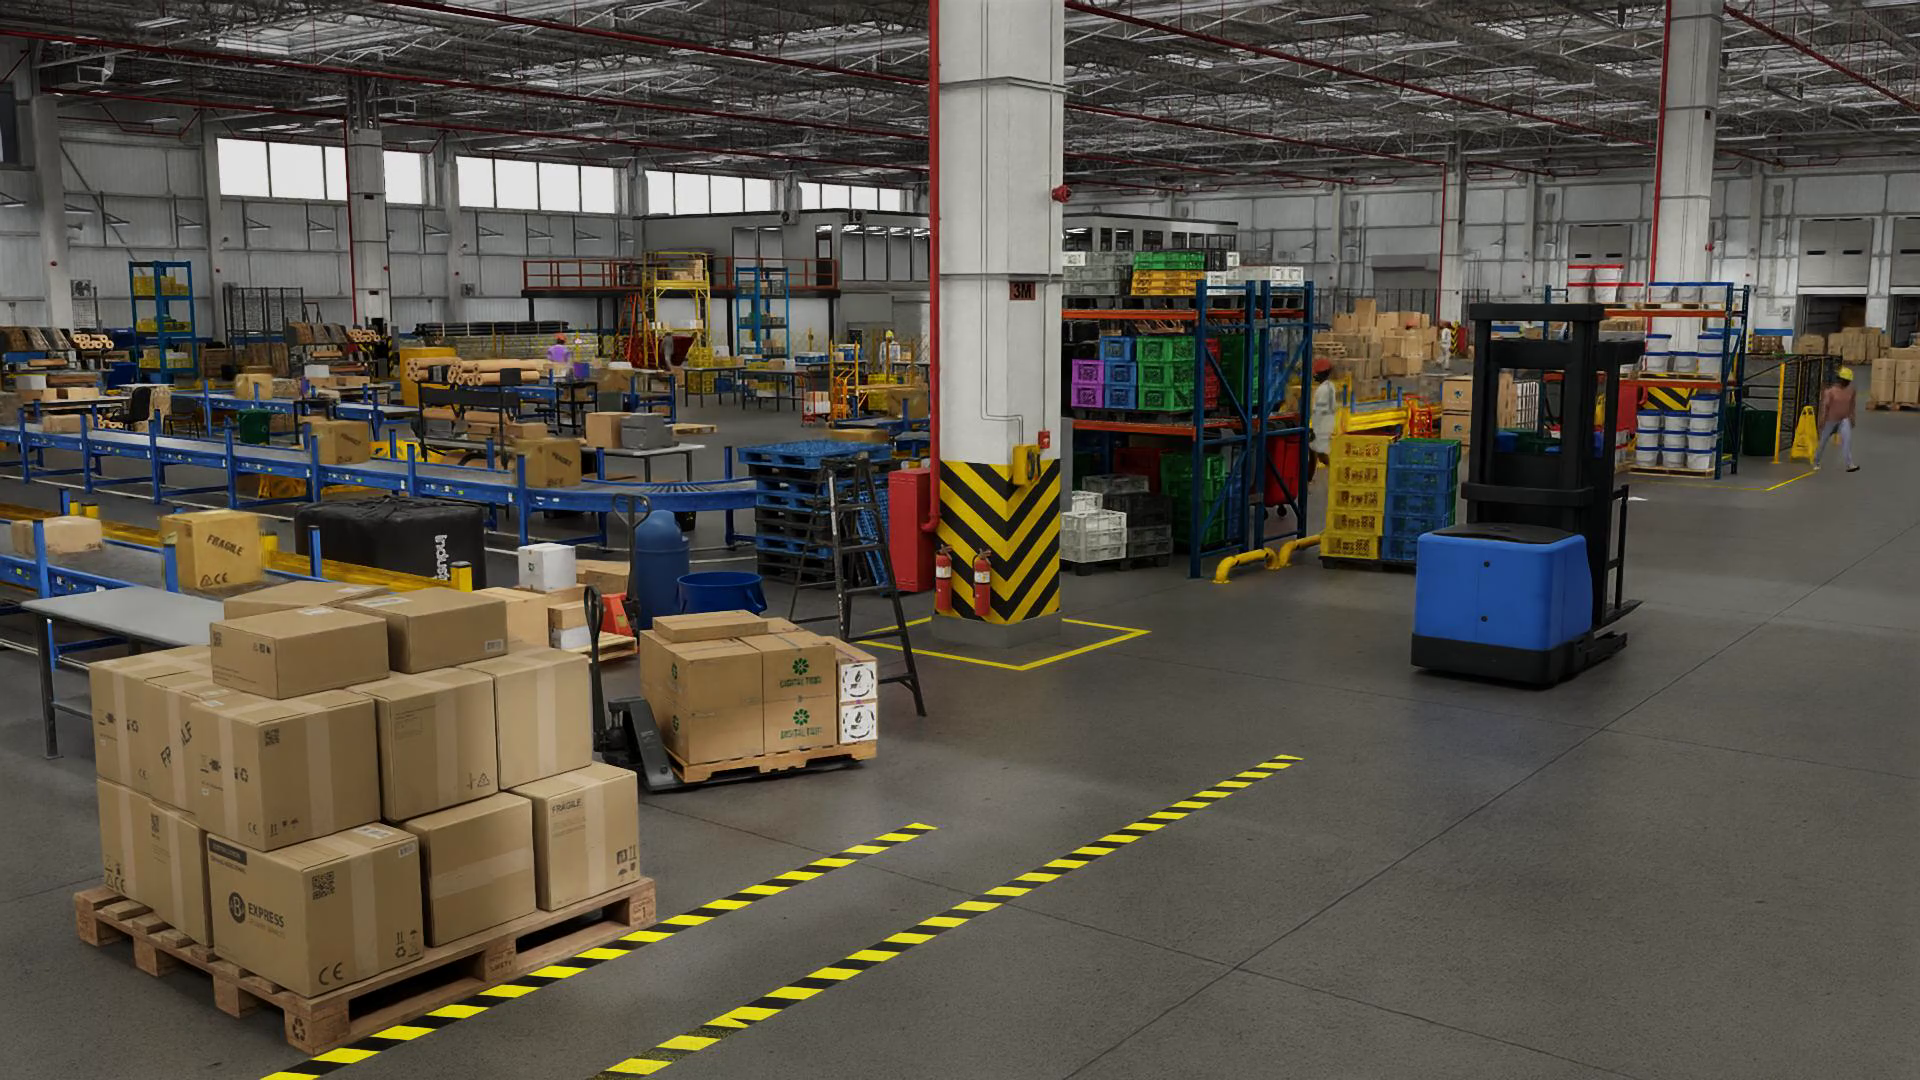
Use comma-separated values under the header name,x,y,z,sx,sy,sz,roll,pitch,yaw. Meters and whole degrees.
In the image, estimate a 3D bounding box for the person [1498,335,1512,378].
name,x,y,z,sx,sy,sz,roll,pitch,yaw
person,13.064,-4.014,40.295,0.672,1.882,0.493,7,11,38

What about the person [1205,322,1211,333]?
name,x,y,z,sx,sy,sz,roll,pitch,yaw
person,8.428,-6.415,56.377,0.561,1.909,0.731,-6,10,-34

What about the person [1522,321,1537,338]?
name,x,y,z,sx,sy,sz,roll,pitch,yaw
person,25.417,-9.060,74.284,0.628,1.903,0.991,1,9,9

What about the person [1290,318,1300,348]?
name,x,y,z,sx,sy,sz,roll,pitch,yaw
person,17.663,-10.927,87.198,0.933,1.799,0.627,4,9,24

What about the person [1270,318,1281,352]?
name,x,y,z,sx,sy,sz,roll,pitch,yaw
person,12.414,-7.769,65.490,0.392,1.922,0.590,-4,9,-27

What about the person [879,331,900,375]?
name,x,y,z,sx,sy,sz,roll,pitch,yaw
person,-2.020,-5.072,47.599,0.587,1.835,0.404,1,8,7

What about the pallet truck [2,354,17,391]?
name,x,y,z,sx,sy,sz,roll,pitch,yaw
pallet truck,-24.881,-4.417,42.634,1.885,1.965,0.823,8,11,41

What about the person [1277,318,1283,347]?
name,x,y,z,sx,sy,sz,roll,pitch,yaw
person,14.162,-9.030,74.332,0.510,1.826,0.738,4,9,22

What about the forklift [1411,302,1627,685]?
name,x,y,z,sx,sy,sz,roll,pitch,yaw
forklift,4.379,-0.438,12.852,1.129,2.768,1.873,7,11,37

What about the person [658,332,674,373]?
name,x,y,z,sx,sy,sz,roll,pitch,yaw
person,-10.147,-6.474,57.501,0.893,1.690,0.496,7,11,38

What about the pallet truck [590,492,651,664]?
name,x,y,z,sx,sy,sz,roll,pitch,yaw
pallet truck,-3.115,0.344,12.883,0.653,1.274,1.630,7,11,37

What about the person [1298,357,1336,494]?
name,x,y,z,sx,sy,sz,roll,pitch,yaw
person,5.196,-1.603,23.664,0.847,2.019,0.606,3,9,17

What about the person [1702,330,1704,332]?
name,x,y,z,sx,sy,sz,roll,pitch,yaw
person,24.625,-6.393,55.812,0.535,2.000,0.685,-2,9,-14

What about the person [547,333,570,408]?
name,x,y,z,sx,sy,sz,roll,pitch,yaw
person,-10.150,-4.267,41.970,0.641,1.891,0.492,-2,9,-12

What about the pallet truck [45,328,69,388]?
name,x,y,z,sx,sy,sz,roll,pitch,yaw
pallet truck,-23.775,-4.544,43.495,1.885,1.965,0.823,6,10,35

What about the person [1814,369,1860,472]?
name,x,y,z,sx,sy,sz,roll,pitch,yaw
person,14.246,-1.931,26.953,0.537,1.667,1.017,0,8,0

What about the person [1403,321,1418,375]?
name,x,y,z,sx,sy,sz,roll,pitch,yaw
person,15.909,-6.830,59.263,0.980,1.885,0.575,3,9,17

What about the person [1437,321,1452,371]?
name,x,y,z,sx,sy,sz,roll,pitch,yaw
person,18.190,-7.253,62.174,0.457,1.868,0.606,-3,9,-17

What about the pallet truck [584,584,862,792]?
name,x,y,z,sx,sy,sz,roll,pitch,yaw
pallet truck,-1.426,0.805,10.019,1.601,1.201,0.680,-4,9,-26
